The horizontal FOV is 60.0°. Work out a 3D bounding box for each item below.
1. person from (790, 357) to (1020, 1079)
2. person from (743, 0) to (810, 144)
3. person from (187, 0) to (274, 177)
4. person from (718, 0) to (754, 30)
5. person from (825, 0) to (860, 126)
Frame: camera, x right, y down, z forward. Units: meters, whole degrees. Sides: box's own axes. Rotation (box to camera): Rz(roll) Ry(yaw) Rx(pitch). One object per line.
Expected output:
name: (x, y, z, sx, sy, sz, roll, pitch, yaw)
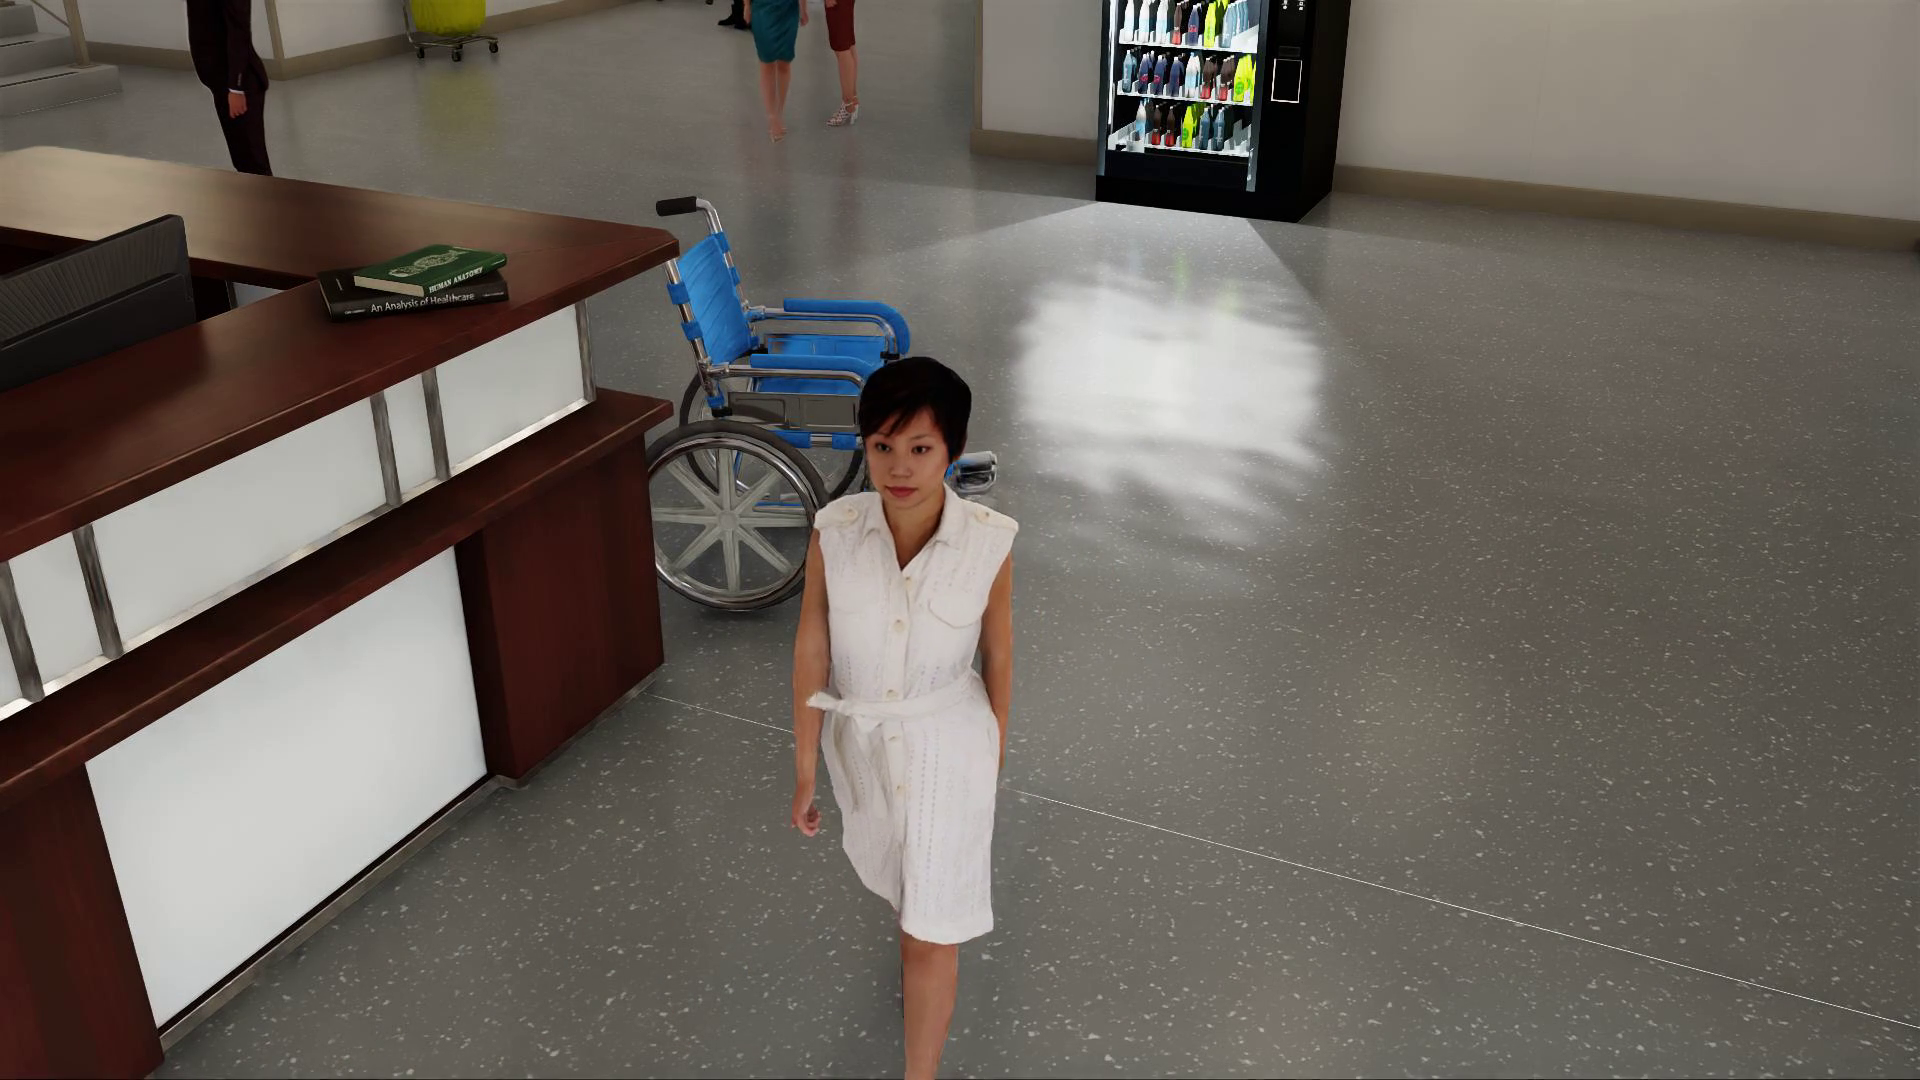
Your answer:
person: (-0.100, 0.377, 3.165, 1.016, 1.507, 0.781, 4, 26, 8)
person: (-1.238, -3.508, 11.051, 0.871, 1.655, 0.915, -8, 27, -17)
person: (-3.635, -2.315, 8.335, 0.843, 1.866, 0.757, -12, 28, -24)
person: (-2.063, -5.656, 15.334, 0.785, 1.803, 0.667, -20, 32, -36)
person: (-0.828, -3.771, 11.487, 0.607, 1.750, 0.651, 4, 26, 8)
